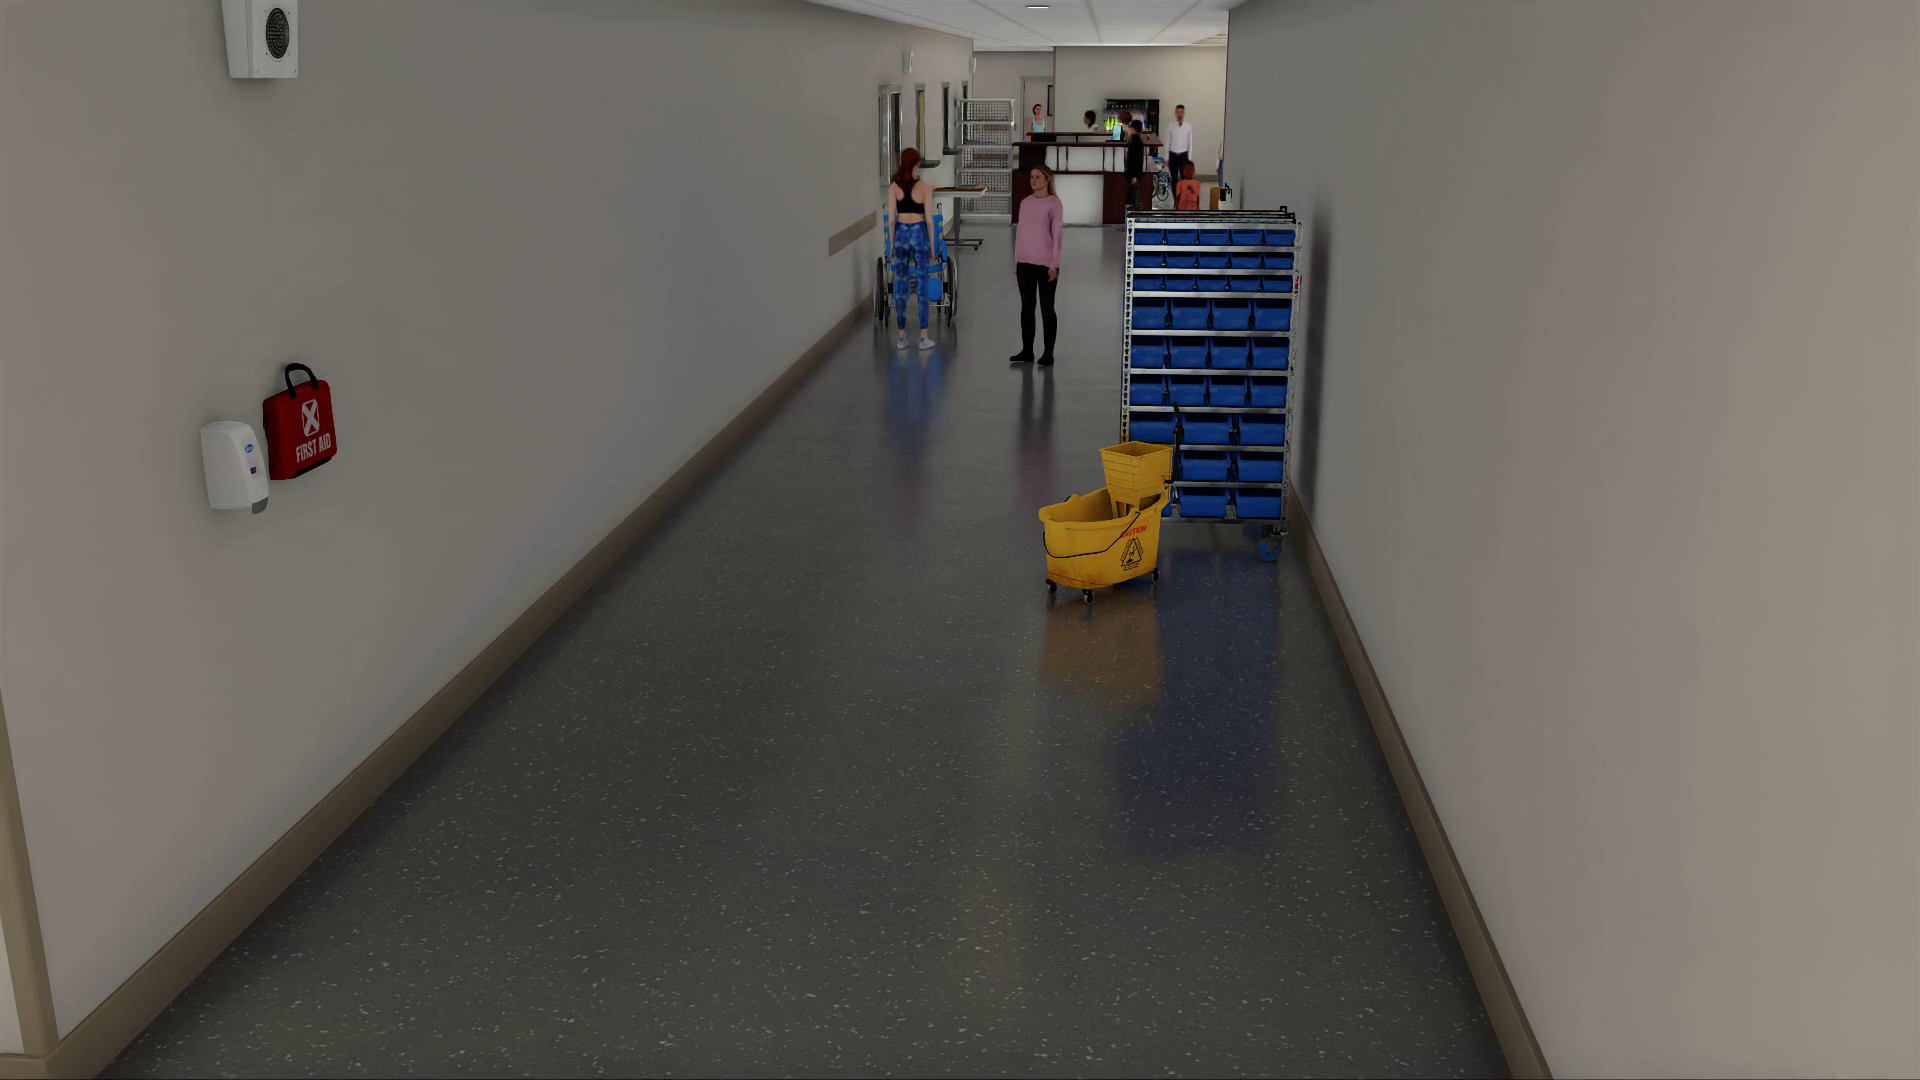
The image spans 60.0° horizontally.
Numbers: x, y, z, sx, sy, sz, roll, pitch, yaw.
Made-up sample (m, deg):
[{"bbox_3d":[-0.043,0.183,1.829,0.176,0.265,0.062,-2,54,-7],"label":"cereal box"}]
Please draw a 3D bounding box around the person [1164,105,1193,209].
[{"bbox_3d":[3.981,-6.960,30.285,1.064,1.836,0.750,2,16,8],"label":"person"}]

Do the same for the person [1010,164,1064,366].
[{"bbox_3d":[0.676,-2.359,14.241,0.637,1.688,0.742,11,19,34],"label":"person"}]

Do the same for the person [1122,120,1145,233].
[{"bbox_3d":[2.723,-5.671,25.964,0.652,1.701,0.735,-3,16,-9],"label":"person"}]

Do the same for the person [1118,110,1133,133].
[{"bbox_3d":[3.421,-7.765,33.417,0.815,1.686,0.732,3,16,9],"label":"person"}]

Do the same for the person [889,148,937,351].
[{"bbox_3d":[-0.440,-2.623,15.000,0.504,1.784,0.644,3,16,9],"label":"person"}]

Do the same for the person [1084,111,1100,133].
[{"bbox_3d":[2.699,-7.760,33.439,1.006,1.665,0.818,-4,16,-13],"label":"person"}]

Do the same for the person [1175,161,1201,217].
[{"bbox_3d":[2.986,-4.315,21.875,0.429,1.310,0.552,0,16,0],"label":"person"}]

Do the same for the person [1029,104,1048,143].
[{"bbox_3d":[1.667,-8.509,35.914,0.643,1.765,0.741,-5,16,-17],"label":"person"}]
